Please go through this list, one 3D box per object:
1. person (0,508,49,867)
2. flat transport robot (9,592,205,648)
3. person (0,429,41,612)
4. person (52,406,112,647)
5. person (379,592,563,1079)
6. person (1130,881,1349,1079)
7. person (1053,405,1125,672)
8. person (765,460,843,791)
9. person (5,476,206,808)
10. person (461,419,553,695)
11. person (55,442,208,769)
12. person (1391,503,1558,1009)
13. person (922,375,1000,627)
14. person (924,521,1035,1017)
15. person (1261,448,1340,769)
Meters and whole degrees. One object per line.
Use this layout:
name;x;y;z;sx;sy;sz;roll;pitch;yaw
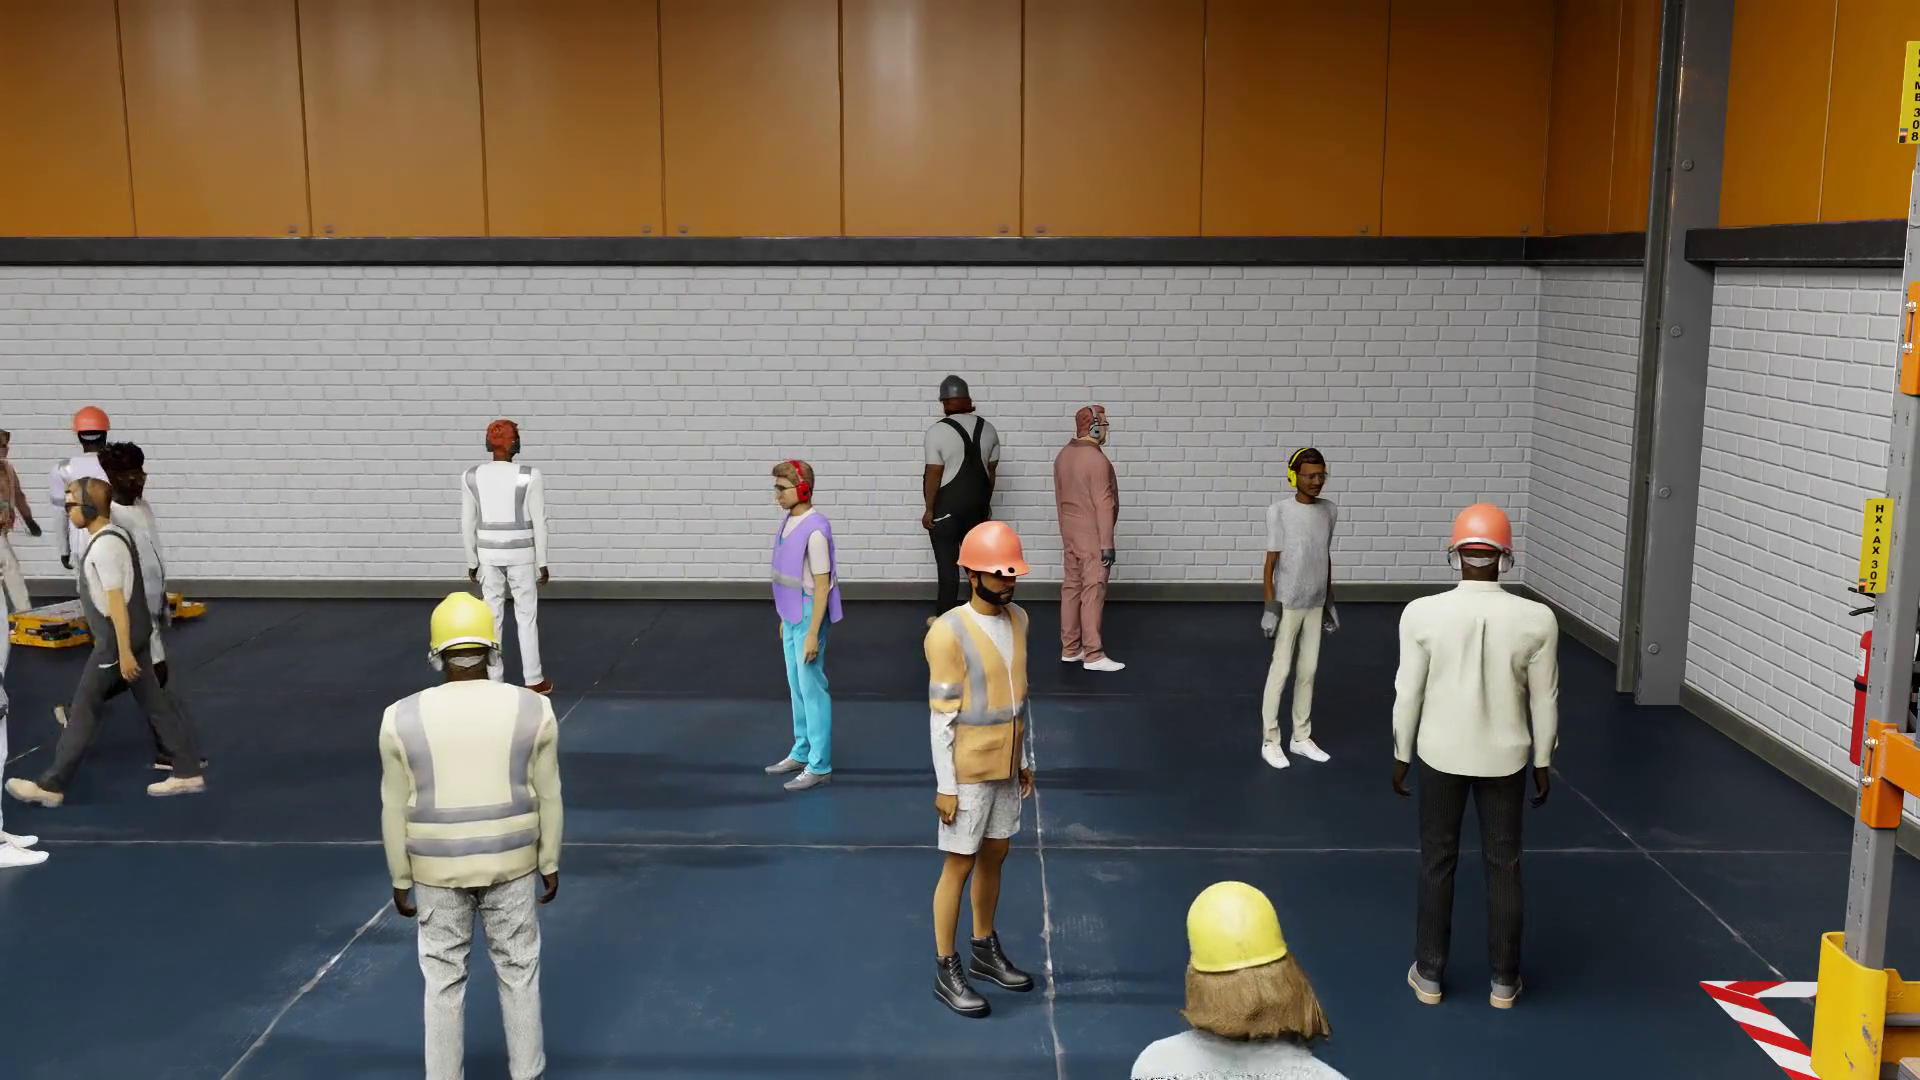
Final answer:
person;-4.705;0.656;8.063;0.317;1.868;0.531;-7;12;-36
flat transport robot;-6.799;0.598;13.179;0.652;0.197;1.431;4;10;21
person;-7.581;-0.079;13.248;0.778;1.604;0.522;-1;10;-8
person;-5.988;0.030;11.612;0.561;1.931;0.393;-4;10;-21
person;-1.646;1.083;5.649;0.589;1.823;0.405;-3;10;-18
person;0.566;1.533;3.282;0.506;1.704;0.453;4;10;23
person;0.940;-0.016;11.965;0.407;1.910;0.639;-5;11;-27
person;-0.864;0.465;9.283;0.390;1.842;0.563;-4;10;-22
person;-4.619;0.547;8.961;0.979;1.782;0.524;-2;10;-14
person;-3.030;0.135;11.136;0.575;1.882;0.359;1;10;5
person;-4.833;0.385;9.543;0.838;1.929;0.612;-1;9;-3
person;2.016;0.846;6.550;0.623;1.989;0.400;2;10;12
person;-0.049;-0.309;13.323;0.688;2.000;0.535;-7;12;-35
person;0.113;0.879;6.518;0.375;1.935;0.551;8;12;39
person;1.985;0.386;9.675;0.535;1.868;0.309;-5;11;-27
